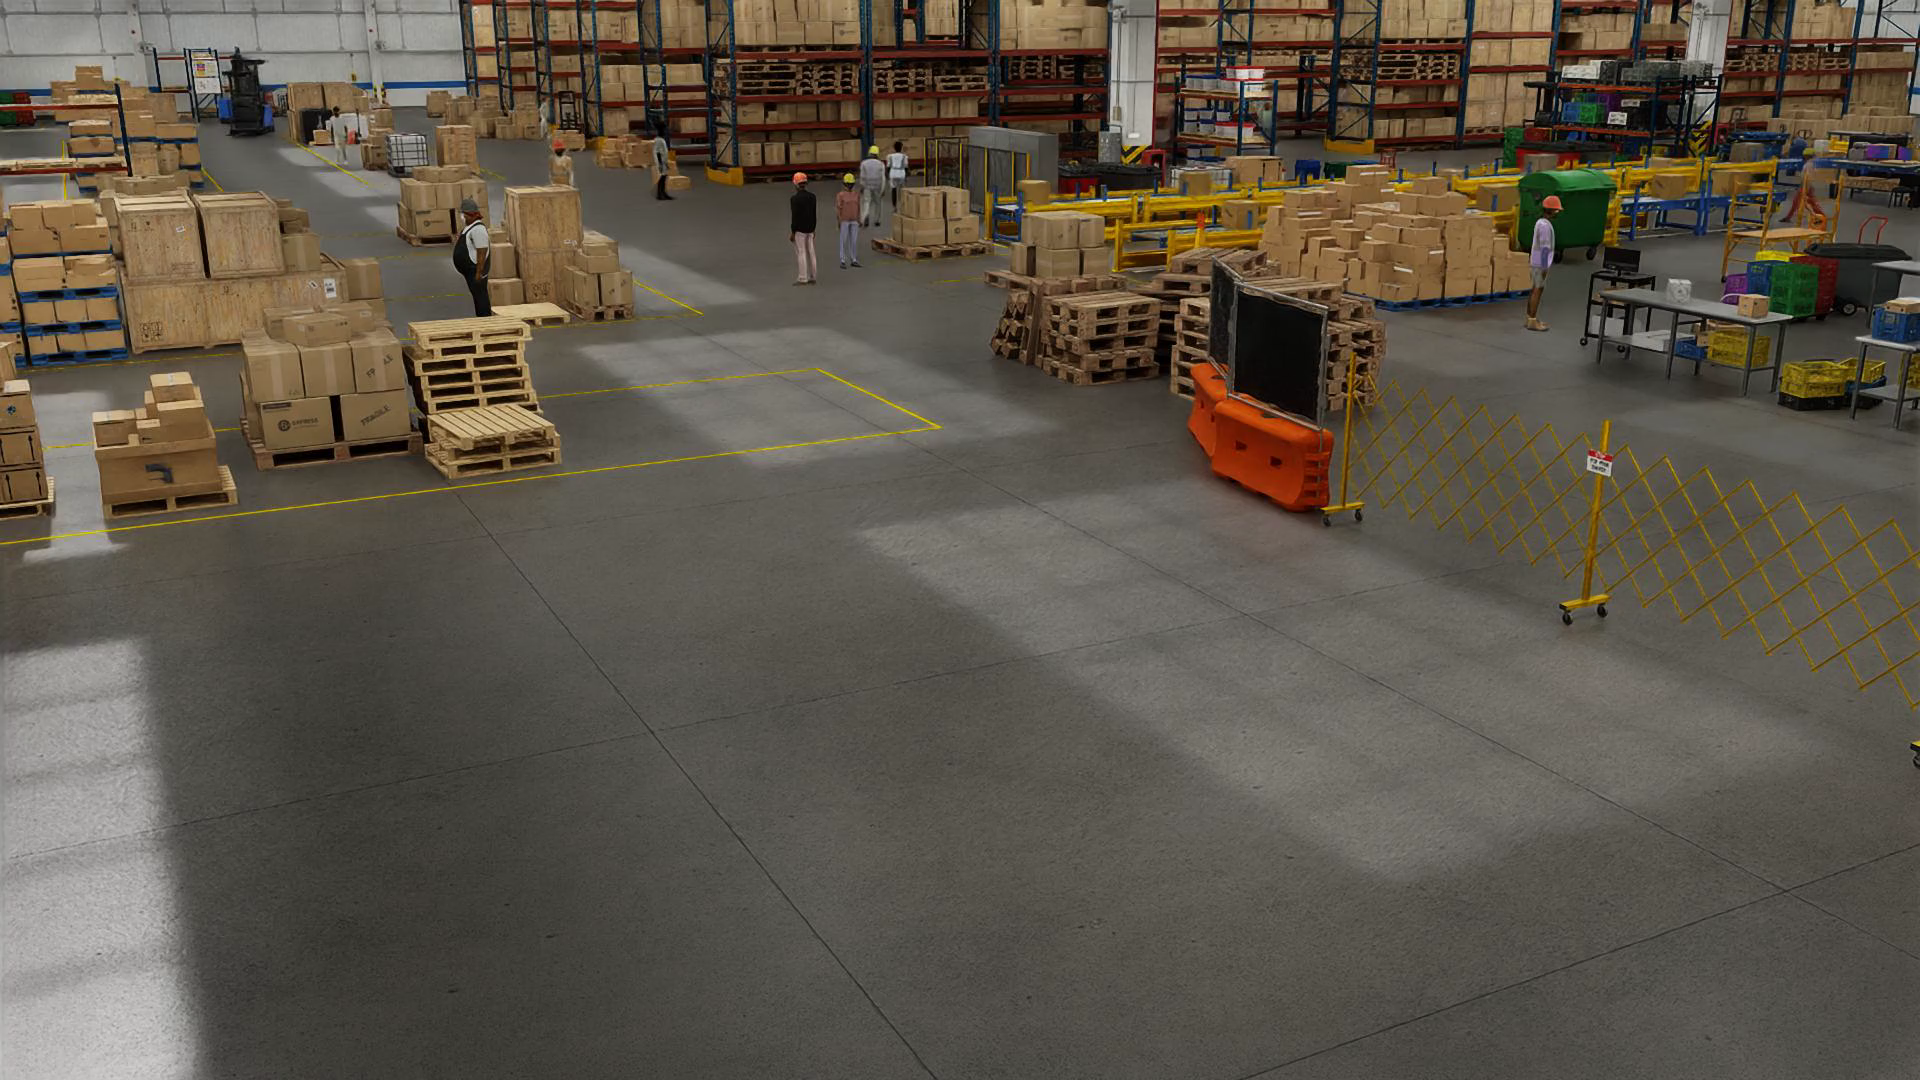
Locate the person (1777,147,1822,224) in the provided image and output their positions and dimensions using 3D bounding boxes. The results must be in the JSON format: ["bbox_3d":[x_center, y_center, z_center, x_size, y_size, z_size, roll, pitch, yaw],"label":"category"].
[{"bbox_3d":[19.272,-8.051,37.828,0.931,1.720,0.522,10,21,29],"label":"person"}]

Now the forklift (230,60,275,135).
[{"bbox_3d":[-27.349,-17.046,63.978,1.129,2.768,1.873,-1,18,-2],"label":"forklift"}]

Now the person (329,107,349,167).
[{"bbox_3d":[-19.271,-12.548,51.679,0.529,1.821,0.959,-3,18,-10],"label":"person"}]

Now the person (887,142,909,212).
[{"bbox_3d":[-1.484,-8.769,40.131,0.547,1.645,0.865,3,18,9],"label":"person"}]

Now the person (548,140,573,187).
[{"bbox_3d":[-8.938,-7.939,37.136,0.571,1.913,0.780,1,18,4],"label":"person"}]

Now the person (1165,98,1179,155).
[{"bbox_3d":[7.031,-13.738,55.271,0.642,1.880,0.659,2,18,6],"label":"person"}]

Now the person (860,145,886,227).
[{"bbox_3d":[-1.946,-7.892,37.164,0.599,1.813,0.668,2,18,6],"label":"person"}]

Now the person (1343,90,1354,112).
[{"bbox_3d":[15.383,-17.207,66.076,0.970,1.906,0.642,-9,20,-25],"label":"person"}]

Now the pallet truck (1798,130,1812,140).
[{"bbox_3d":[25.526,-11.556,49.408,1.630,1.274,0.653,-9,20,-26],"label":"pallet truck"}]

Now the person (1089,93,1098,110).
[{"bbox_3d":[5.542,-18.144,69.305,0.320,1.695,0.538,-15,23,-39],"label":"person"}]

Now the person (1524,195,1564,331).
[{"bbox_3d":[8.894,-4.212,25.318,0.395,2.038,0.615,3,18,10],"label":"person"}]

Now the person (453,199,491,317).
[{"bbox_3d":[-7.299,-4.077,24.898,0.539,2.000,0.689,-8,20,-24],"label":"person"}]

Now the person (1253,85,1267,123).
[{"bbox_3d":[12.195,-17.739,67.873,0.671,1.809,0.604,-8,19,-22],"label":"person"}]

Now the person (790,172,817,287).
[{"bbox_3d":[-2.773,-5.459,29.281,0.396,1.992,0.622,13,22,35],"label":"person"}]

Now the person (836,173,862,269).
[{"bbox_3d":[-2.086,-6.024,31.409,0.524,1.769,0.314,-12,21,-33],"label":"person"}]

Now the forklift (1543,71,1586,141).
[{"bbox_3d":[18.685,-13.231,52.085,1.873,2.768,1.129,-9,20,-26],"label":"forklift"}]

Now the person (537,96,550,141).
[{"bbox_3d":[-15.388,-15.491,61.155,0.657,1.617,0.529,-7,19,-22],"label":"person"}]

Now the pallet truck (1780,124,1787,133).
[{"bbox_3d":[25.206,-12.542,52.601,1.601,1.201,0.680,0,18,-2],"label":"pallet truck"}]

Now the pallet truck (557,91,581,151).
[{"bbox_3d":[-13.495,-14.412,57.188,0.823,1.965,1.885,-3,18,-9],"label":"pallet truck"}]

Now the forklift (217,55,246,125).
[{"bbox_3d":[-30.151,-18.861,69.635,1.873,2.768,1.129,-9,20,-26],"label":"forklift"}]

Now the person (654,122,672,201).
[{"bbox_3d":[-7.587,-9.628,42.329,0.367,1.965,0.610,0,18,-1],"label":"person"}]

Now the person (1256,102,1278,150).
[{"bbox_3d":[10.659,-14.341,57.584,0.738,1.609,0.499,-9,20,-27],"label":"person"}]
